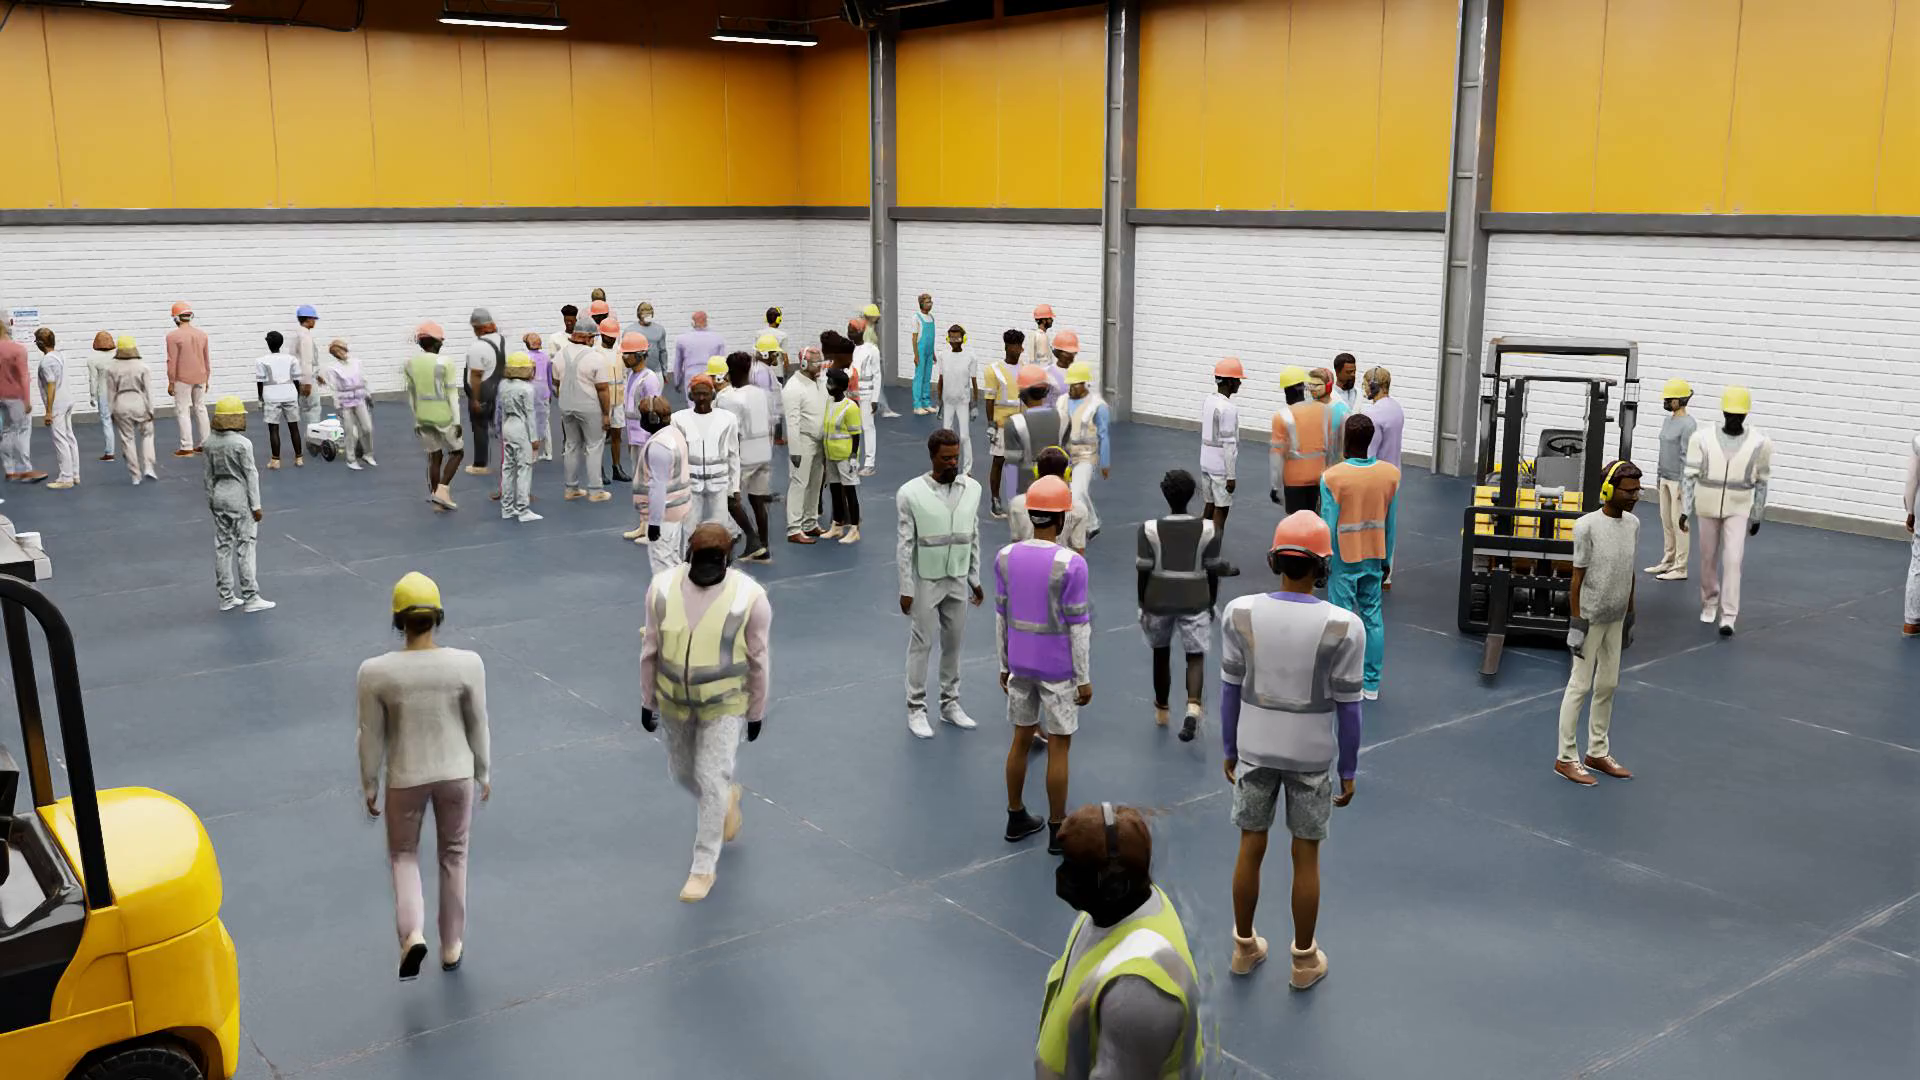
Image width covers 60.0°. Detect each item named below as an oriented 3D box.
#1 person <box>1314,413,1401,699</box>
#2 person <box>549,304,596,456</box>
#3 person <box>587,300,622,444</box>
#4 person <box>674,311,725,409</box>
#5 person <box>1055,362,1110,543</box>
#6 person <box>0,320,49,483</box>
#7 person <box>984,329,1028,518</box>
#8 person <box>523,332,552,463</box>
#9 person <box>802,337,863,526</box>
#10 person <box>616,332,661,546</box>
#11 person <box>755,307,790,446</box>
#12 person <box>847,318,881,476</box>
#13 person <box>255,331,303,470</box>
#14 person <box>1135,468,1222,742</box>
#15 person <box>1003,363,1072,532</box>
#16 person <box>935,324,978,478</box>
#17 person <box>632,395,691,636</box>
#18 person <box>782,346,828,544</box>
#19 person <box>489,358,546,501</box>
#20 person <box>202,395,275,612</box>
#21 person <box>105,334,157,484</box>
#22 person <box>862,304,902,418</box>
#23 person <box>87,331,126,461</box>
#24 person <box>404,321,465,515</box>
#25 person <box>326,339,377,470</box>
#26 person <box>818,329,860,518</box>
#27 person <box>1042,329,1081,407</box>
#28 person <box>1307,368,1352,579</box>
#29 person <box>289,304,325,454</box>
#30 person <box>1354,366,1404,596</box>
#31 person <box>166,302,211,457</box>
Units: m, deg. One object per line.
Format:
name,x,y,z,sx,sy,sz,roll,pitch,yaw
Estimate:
person,2.592,0.129,10.910,0.589,1.919,0.393,-5,13,-22
person,-4.948,-2.042,21.314,0.599,1.958,0.381,-2,12,-10
person,-4.781,-2.253,22.376,0.376,1.934,0.547,-9,15,-36
person,-3.366,-2.037,21.581,0.650,1.852,1.021,-2,12,-11
person,1.095,-0.792,15.706,0.941,1.784,0.604,-11,16,-44
person,-11.097,-1.620,19.423,0.765,1.894,0.468,2,12,11
person,0.527,-1.216,17.291,0.604,1.964,0.367,-8,14,-34
person,-5.308,-1.781,20.835,0.313,1.631,0.524,8,14,33
person,-1.307,-1.072,16.661,0.592,1.938,0.628,-5,13,-22
person,-3.055,-0.960,15.865,0.391,2.040,0.615,-7,13,-29
person,-2.504,-2.184,22.243,0.528,1.857,0.332,4,12,20
person,-1.201,-1.703,19.844,0.575,1.882,0.360,8,14,35
person,-8.333,-1.715,20.395,0.545,1.685,0.328,-11,16,-42
person,1.328,0.403,10.156,0.536,1.674,0.707,1,12,5
person,0.637,-0.370,13.077,0.622,2.023,0.807,-5,13,-22
person,-0.041,-1.570,19.270,0.514,1.860,0.326,5,13,21
person,-2.270,-0.190,12.676,0.429,1.833,0.636,0,12,1
person,-1.440,-0.917,16.026,0.398,1.899,0.638,5,13,24
person,-4.812,-1.204,18.096,0.608,1.604,0.406,-3,12,-15
person,-5.821,-0.293,13.377,0.492,1.740,0.325,4,12,19
person,-9.612,-1.516,19.301,0.491,1.730,0.387,-4,12,-20
person,-1.376,-2.659,24.863,0.914,1.720,0.540,0,12,1
person,-10.726,-1.817,20.991,0.280,1.636,0.501,9,15,37
person,-5.468,-1.271,17.427,0.644,2.017,0.445,4,12,19
person,-7.395,-1.634,20.185,0.375,1.609,0.593,10,15,40
person,-1.334,-1.193,17.214,0.607,1.956,0.384,0,12,0
person,1.037,-1.065,16.409,0.619,2.028,0.409,-9,14,-36
person,3.172,-0.587,14.545,0.374,1.843,0.569,-8,14,-34
person,-8.453,-2.084,21.579,0.458,1.929,0.602,-9,15,-36
person,3.469,-0.482,13.847,0.382,1.929,0.636,8,14,34
person,-9.891,-2.057,21.331,0.410,1.980,0.627,5,13,24
